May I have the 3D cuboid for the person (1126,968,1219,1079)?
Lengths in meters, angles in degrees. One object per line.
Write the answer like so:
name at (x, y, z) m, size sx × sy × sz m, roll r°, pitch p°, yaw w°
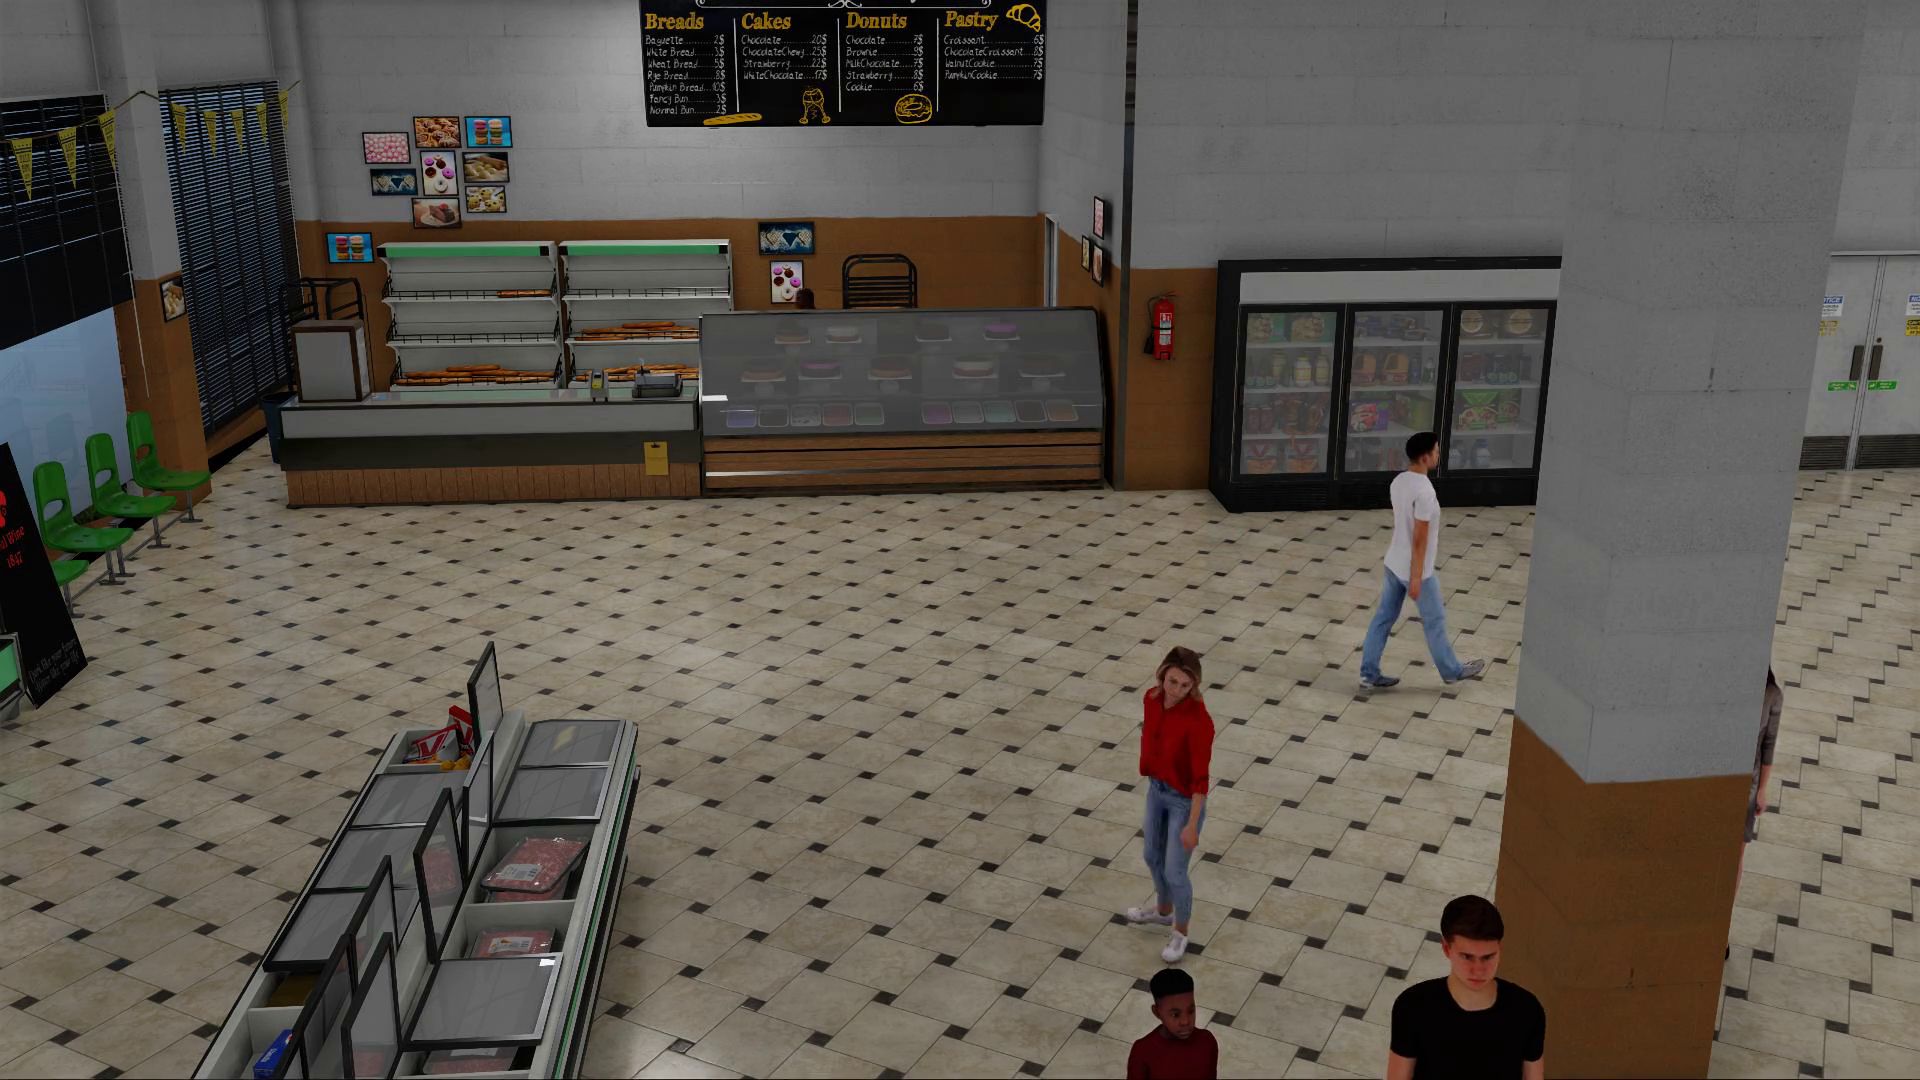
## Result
person at (0.740, 2.107, 6.000) m, size 0.517 × 1.255 × 0.515 m, roll -4°, pitch 17°, yaw -12°

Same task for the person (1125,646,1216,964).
person at (1.051, 1.259, 8.074) m, size 0.911 × 1.673 × 0.773 m, roll -7°, pitch 18°, yaw -20°

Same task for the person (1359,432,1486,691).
person at (2.983, 0.194, 11.325) m, size 0.856 × 1.822 × 1.088 m, roll -4°, pitch 17°, yaw -13°

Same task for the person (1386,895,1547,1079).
person at (1.625, 1.976, 5.448) m, size 0.746 × 1.828 × 1.067 m, roll 1°, pitch 17°, yaw 2°
